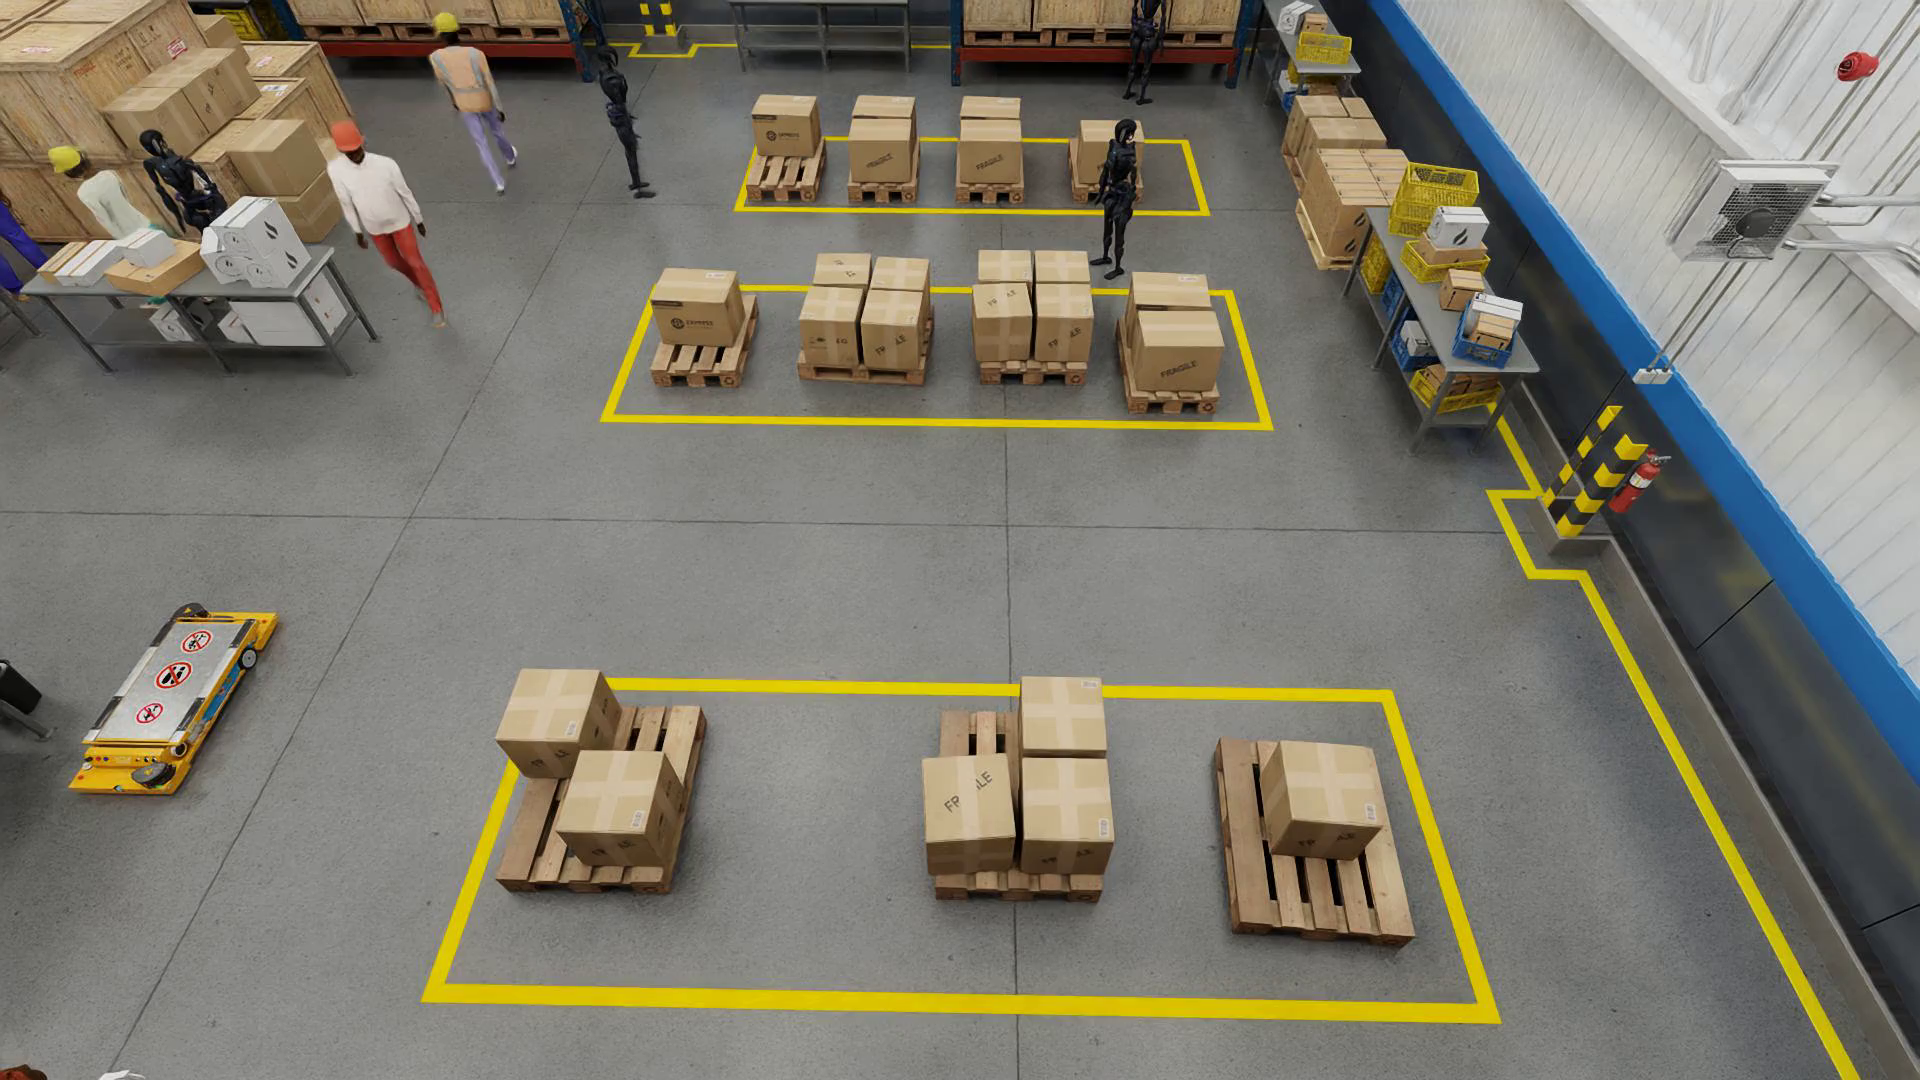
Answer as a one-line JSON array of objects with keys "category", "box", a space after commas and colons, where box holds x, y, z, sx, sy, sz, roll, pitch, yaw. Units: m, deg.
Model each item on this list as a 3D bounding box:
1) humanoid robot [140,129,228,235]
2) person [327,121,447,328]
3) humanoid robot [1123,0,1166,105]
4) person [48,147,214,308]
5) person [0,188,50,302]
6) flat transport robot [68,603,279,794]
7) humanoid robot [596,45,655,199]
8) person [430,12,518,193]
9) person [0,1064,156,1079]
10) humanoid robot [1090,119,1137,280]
[{"category": "humanoid robot", "box": [-7.628, -3.315, 9.240, 0.593, 1.657, 0.326, -3, 50, -2]}, {"category": "person", "box": [-5.528, -3.073, 8.857, 0.620, 1.966, 0.833, -11, 51, -9]}, {"category": "humanoid robot", "box": [2.453, -6.650, 12.062, 0.326, 1.656, 0.587, -33, 57, -25]}, {"category": "person", "box": [-8.153, -3.000, 8.932, 0.731, 1.732, 0.544, 2, 50, 2]}, {"category": "person", "box": [-9.866, -3.372, 9.061, 0.536, 2.000, 0.679, 26, 54, 20]}, {"category": "flat transport robot", "box": [-5.504, 1.072, 6.442, 0.652, 0.197, 1.431, 1, 50, 1]}, {"category": "humanoid robot", "box": [-3.835, -4.771, 10.473, 0.316, 1.657, 0.609, -18, 52, -14]}, {"category": "person", "box": [-5.618, -5.089, 10.619, 0.585, 1.877, 0.937, -17, 52, -14]}, {"category": "person", "box": [-3.583, 2.629, 4.084, 0.574, 1.884, 0.356, -18, 52, -15]}, {"category": "humanoid robot", "box": [1.595, -3.473, 9.373, 0.324, 1.658, 0.601, -19, 52, -15]}]
